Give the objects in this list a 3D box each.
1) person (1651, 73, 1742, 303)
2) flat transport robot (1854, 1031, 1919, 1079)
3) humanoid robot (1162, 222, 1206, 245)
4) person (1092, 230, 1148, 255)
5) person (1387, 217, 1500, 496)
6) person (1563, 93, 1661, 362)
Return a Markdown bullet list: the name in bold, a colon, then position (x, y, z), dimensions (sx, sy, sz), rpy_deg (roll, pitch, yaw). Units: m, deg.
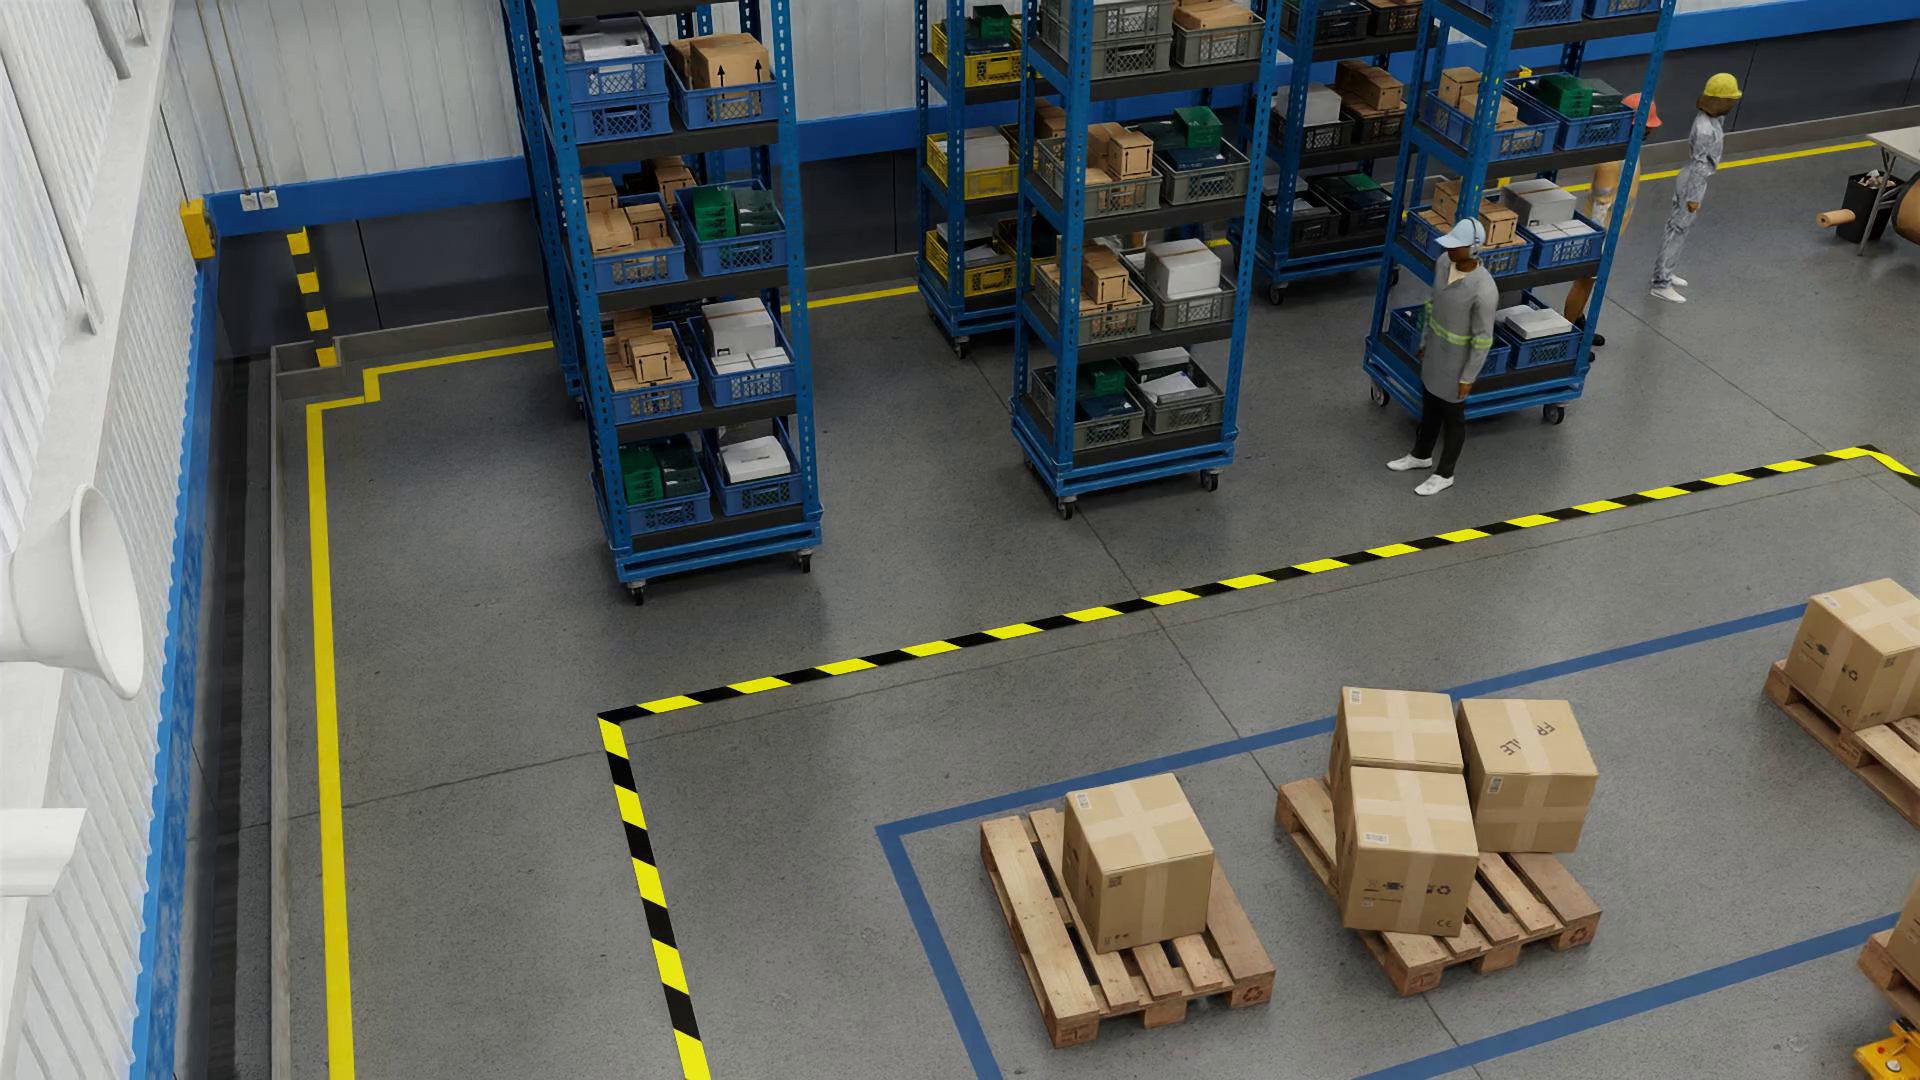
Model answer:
- **person**: position (5.551, -2.665, 12.552), dimensions (0.288, 1.746, 0.486), rpy_deg (14, 37, 19)
- **flat transport robot**: position (4.574, 2.170, 6.954), dimensions (1.431, 0.197, 0.652), rpy_deg (-11, 37, -15)
- **humanoid robot**: position (1.481, -1.607, 11.110), dimensions (0.323, 1.645, 0.613), rpy_deg (-3, 35, -4)
- **person**: position (1.080, -1.909, 11.401), dimensions (0.388, 1.837, 0.564), rpy_deg (-15, 38, -20)
- **person**: position (3.004, -1.131, 10.285), dimensions (0.398, 1.852, 0.589), rpy_deg (-10, 36, -14)
- **person**: position (4.578, -2.203, 11.733), dimensions (0.378, 1.933, 0.554), rpy_deg (21, 40, 27)
